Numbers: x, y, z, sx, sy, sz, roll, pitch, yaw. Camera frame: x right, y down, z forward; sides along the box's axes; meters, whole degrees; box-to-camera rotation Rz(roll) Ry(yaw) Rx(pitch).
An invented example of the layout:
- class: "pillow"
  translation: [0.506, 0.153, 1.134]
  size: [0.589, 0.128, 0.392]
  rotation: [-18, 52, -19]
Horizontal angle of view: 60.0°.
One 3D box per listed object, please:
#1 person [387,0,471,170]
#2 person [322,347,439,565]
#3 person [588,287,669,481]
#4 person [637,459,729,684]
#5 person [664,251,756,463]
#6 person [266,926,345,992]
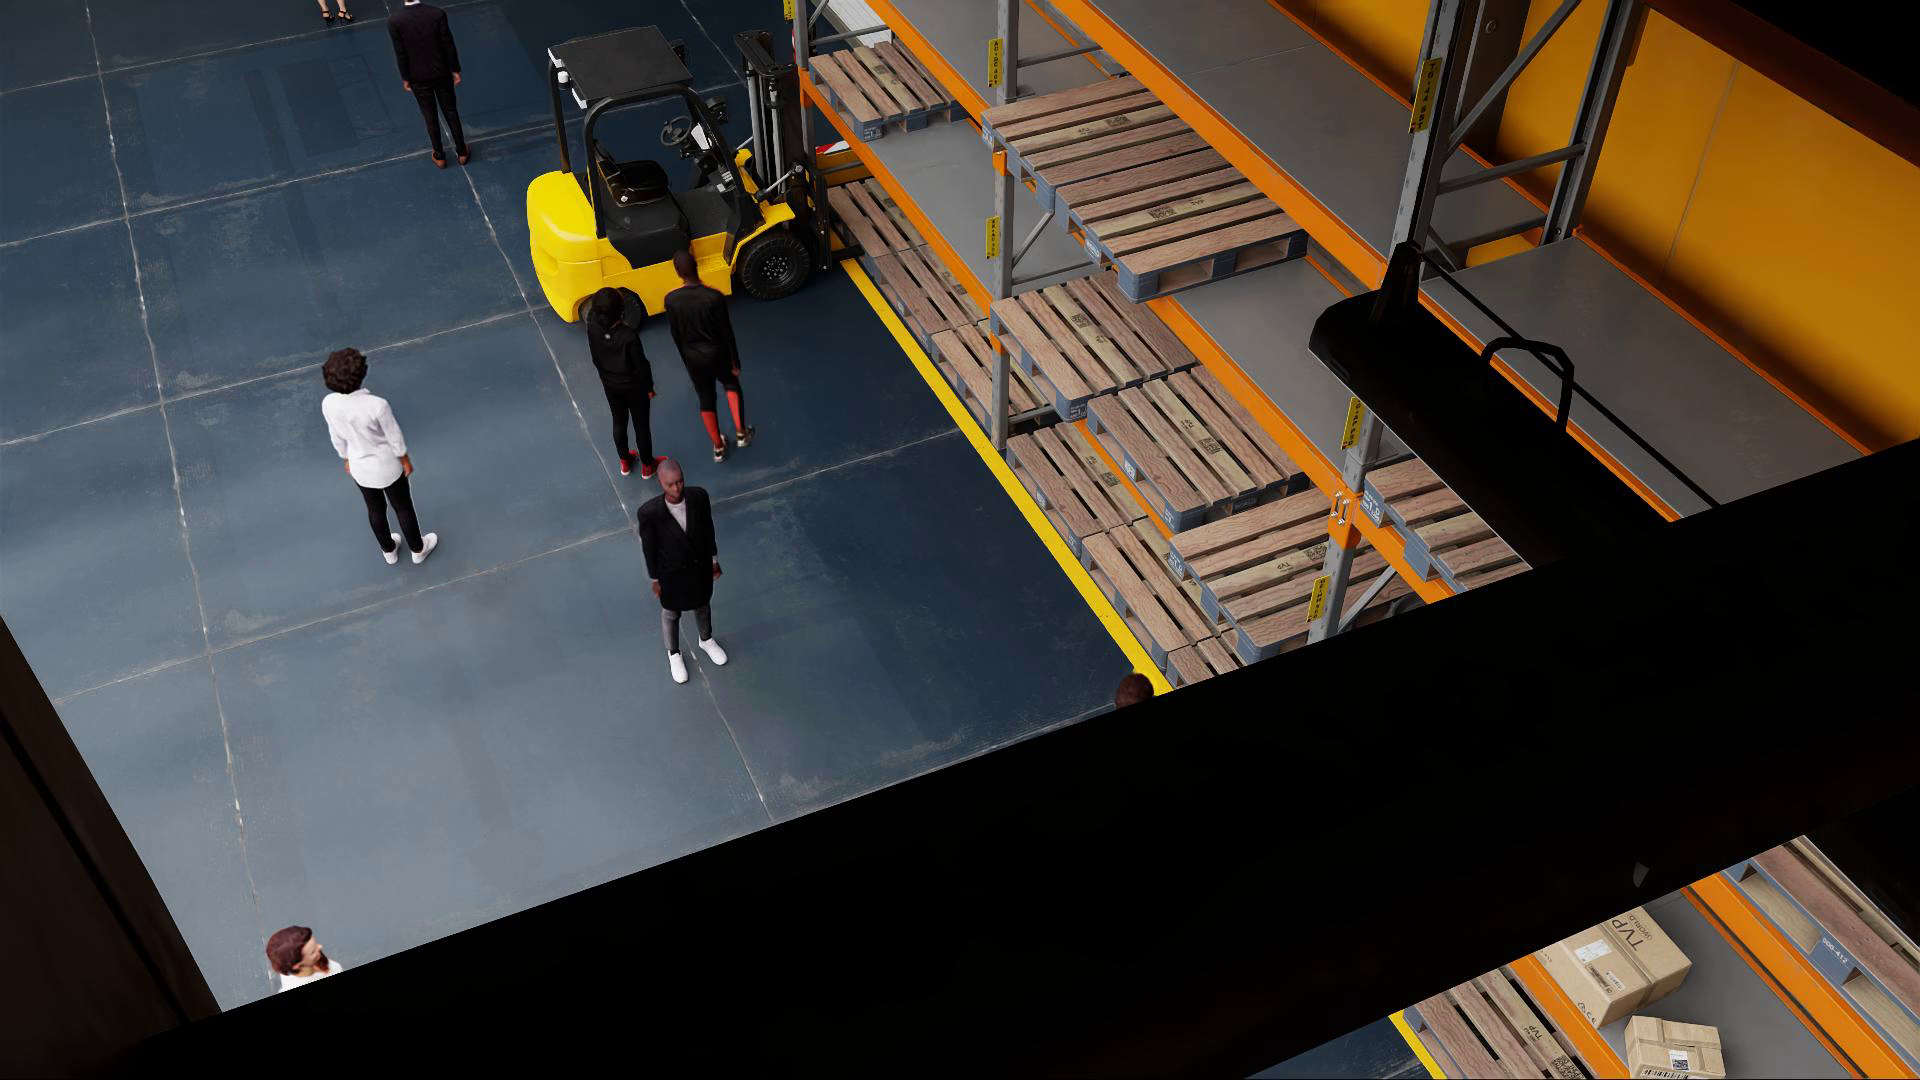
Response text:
- class: "person"
  translation: [-4.904, -4.328, 15.364]
  size: [0.710, 1.884, 0.562]
  rotation: [-15, 46, -15]
- class: "person"
  translation: [-4.033, -0.551, 11.454]
  size: [0.720, 1.809, 0.733]
  rotation: [3, 44, 3]
- class: "person"
  translation: [-2.452, -1.145, 12.174]
  size: [0.683, 1.675, 0.738]
  rotation: [13, 45, 13]
- class: "person"
  translation: [-1.793, 0.159, 10.743]
  size: [0.656, 1.761, 0.573]
  rotation: [-21, 48, -21]
- class: "person"
  translation: [-1.892, -1.295, 12.250]
  size: [0.786, 1.788, 0.778]
  rotation: [3, 44, 3]
- class: "person"
  translation: [-3.119, 2.486, 8.276]
  size: [0.689, 1.794, 0.490]
  rotation: [-23, 48, -23]
